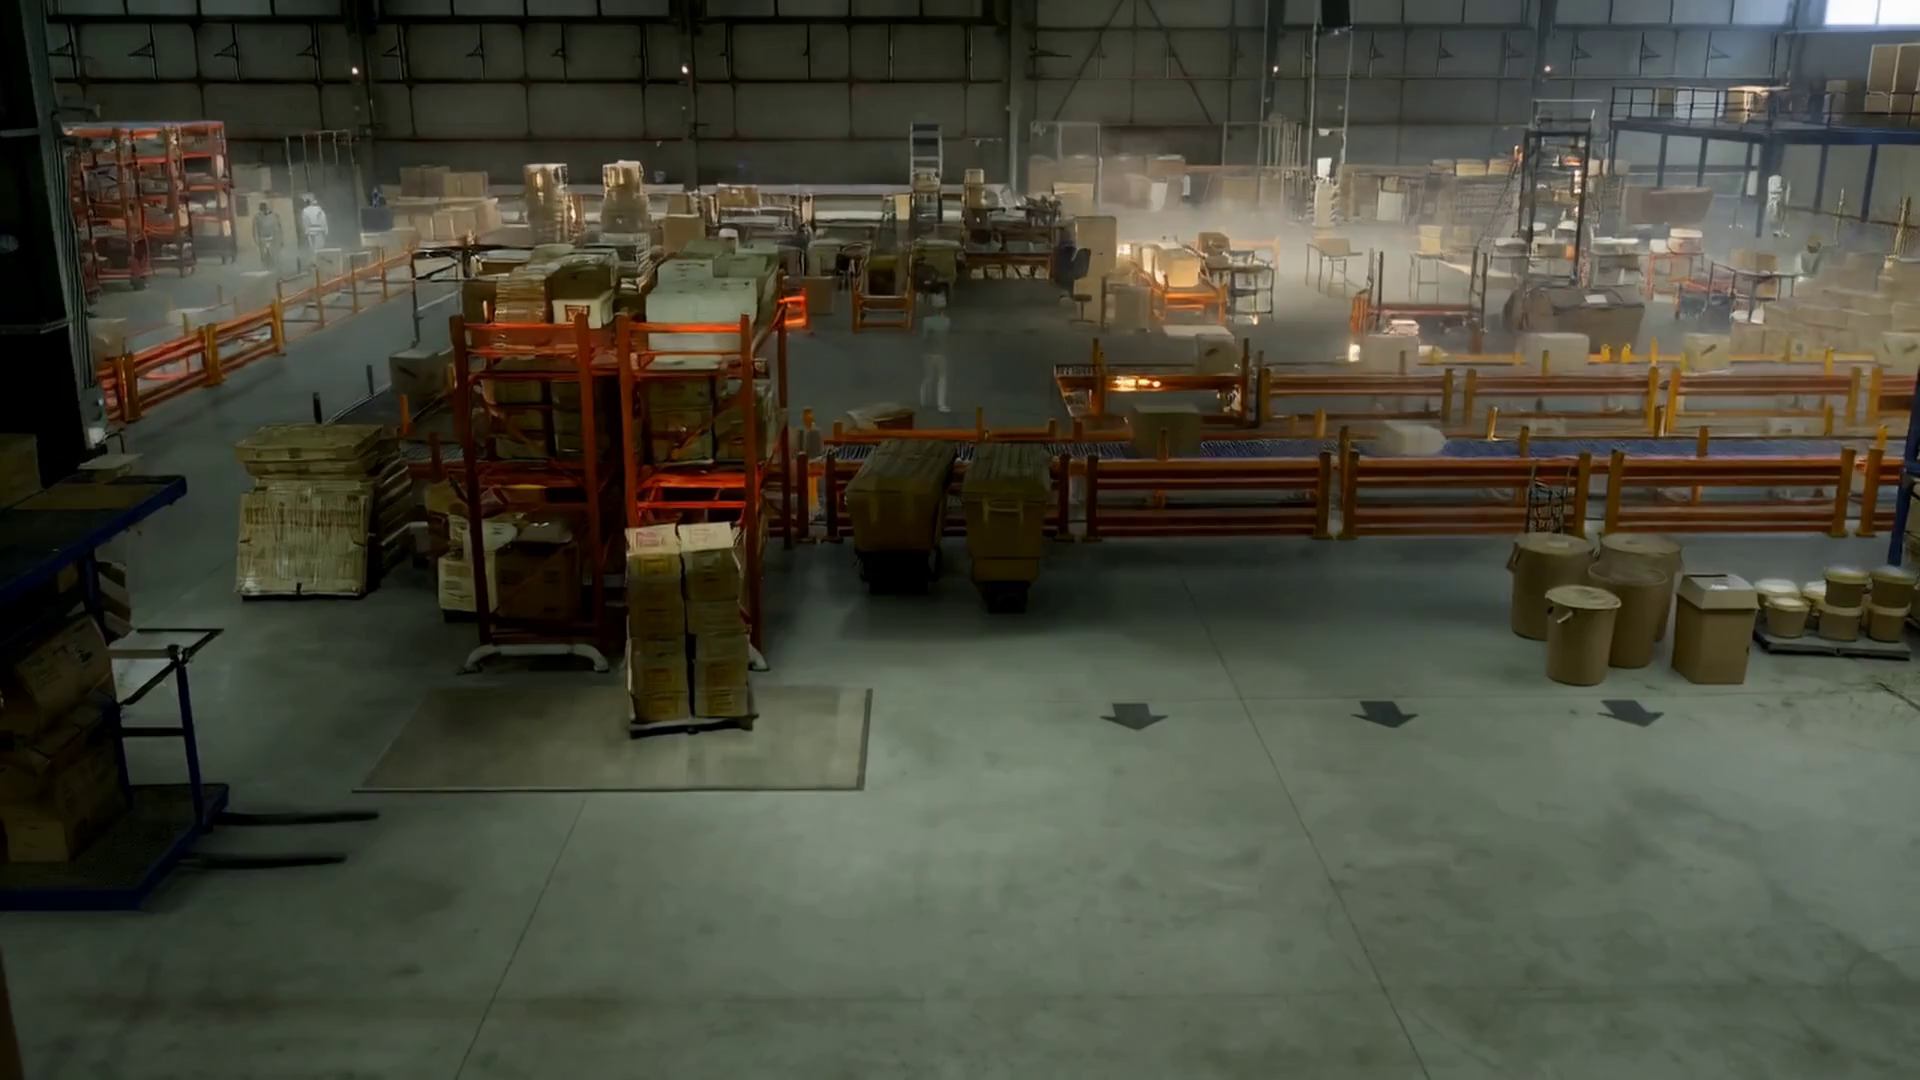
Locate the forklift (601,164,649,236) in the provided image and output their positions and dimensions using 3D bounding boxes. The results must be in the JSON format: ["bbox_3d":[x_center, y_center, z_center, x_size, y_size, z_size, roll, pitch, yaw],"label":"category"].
[{"bbox_3d":[-9.948,-10.127,49.296,1.157,1.987,2.680,-1,16,-3],"label":"forklift"}]

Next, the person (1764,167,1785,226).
[{"bbox_3d":[25.887,-10.943,52.975,0.598,1.830,0.976,1,16,4],"label":"person"}]

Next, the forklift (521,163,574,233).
[{"bbox_3d":[-12.233,-10.122,49.298,1.157,1.987,2.680,0,16,-1],"label":"forklift"}]

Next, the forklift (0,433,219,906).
[{"bbox_3d":[-5.952,0.780,10.366,1.873,2.768,1.129,0,16,-1],"label":"forklift"}]

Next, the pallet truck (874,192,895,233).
[{"bbox_3d":[-2.277,-9.986,50.594,0.653,1.274,1.630,0,16,-1],"label":"pallet truck"}]

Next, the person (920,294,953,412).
[{"bbox_3d":[-0.362,-2.801,24.806,0.545,1.751,0.479,-10,19,-30],"label":"person"}]

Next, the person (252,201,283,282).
[{"bbox_3d":[-16.384,-7.064,39.375,0.651,1.901,0.403,-3,16,-11],"label":"person"}]

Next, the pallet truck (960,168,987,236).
[{"bbox_3d":[0.383,-10.230,50.206,0.823,1.965,1.885,-1,16,-3],"label":"pallet truck"}]

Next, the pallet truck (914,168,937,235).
[{"bbox_3d":[-0.989,-10.316,50.507,0.823,1.965,1.885,1,16,3],"label":"pallet truck"}]

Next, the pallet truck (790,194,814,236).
[{"bbox_3d":[-4.814,-9.883,50.259,0.704,1.261,1.522,-1,16,-3],"label":"pallet truck"}]

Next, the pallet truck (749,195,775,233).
[{"bbox_3d":[-6.051,-9.967,50.660,0.680,1.201,1.601,0,16,-1],"label":"pallet truck"}]

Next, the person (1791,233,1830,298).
[{"bbox_3d":[15.723,-4.668,30.807,0.631,2.027,0.423,15,22,42],"label":"person"}]

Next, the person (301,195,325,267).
[{"bbox_3d":[-16.466,-7.868,42.383,0.565,1.803,0.626,13,20,38],"label":"person"}]
